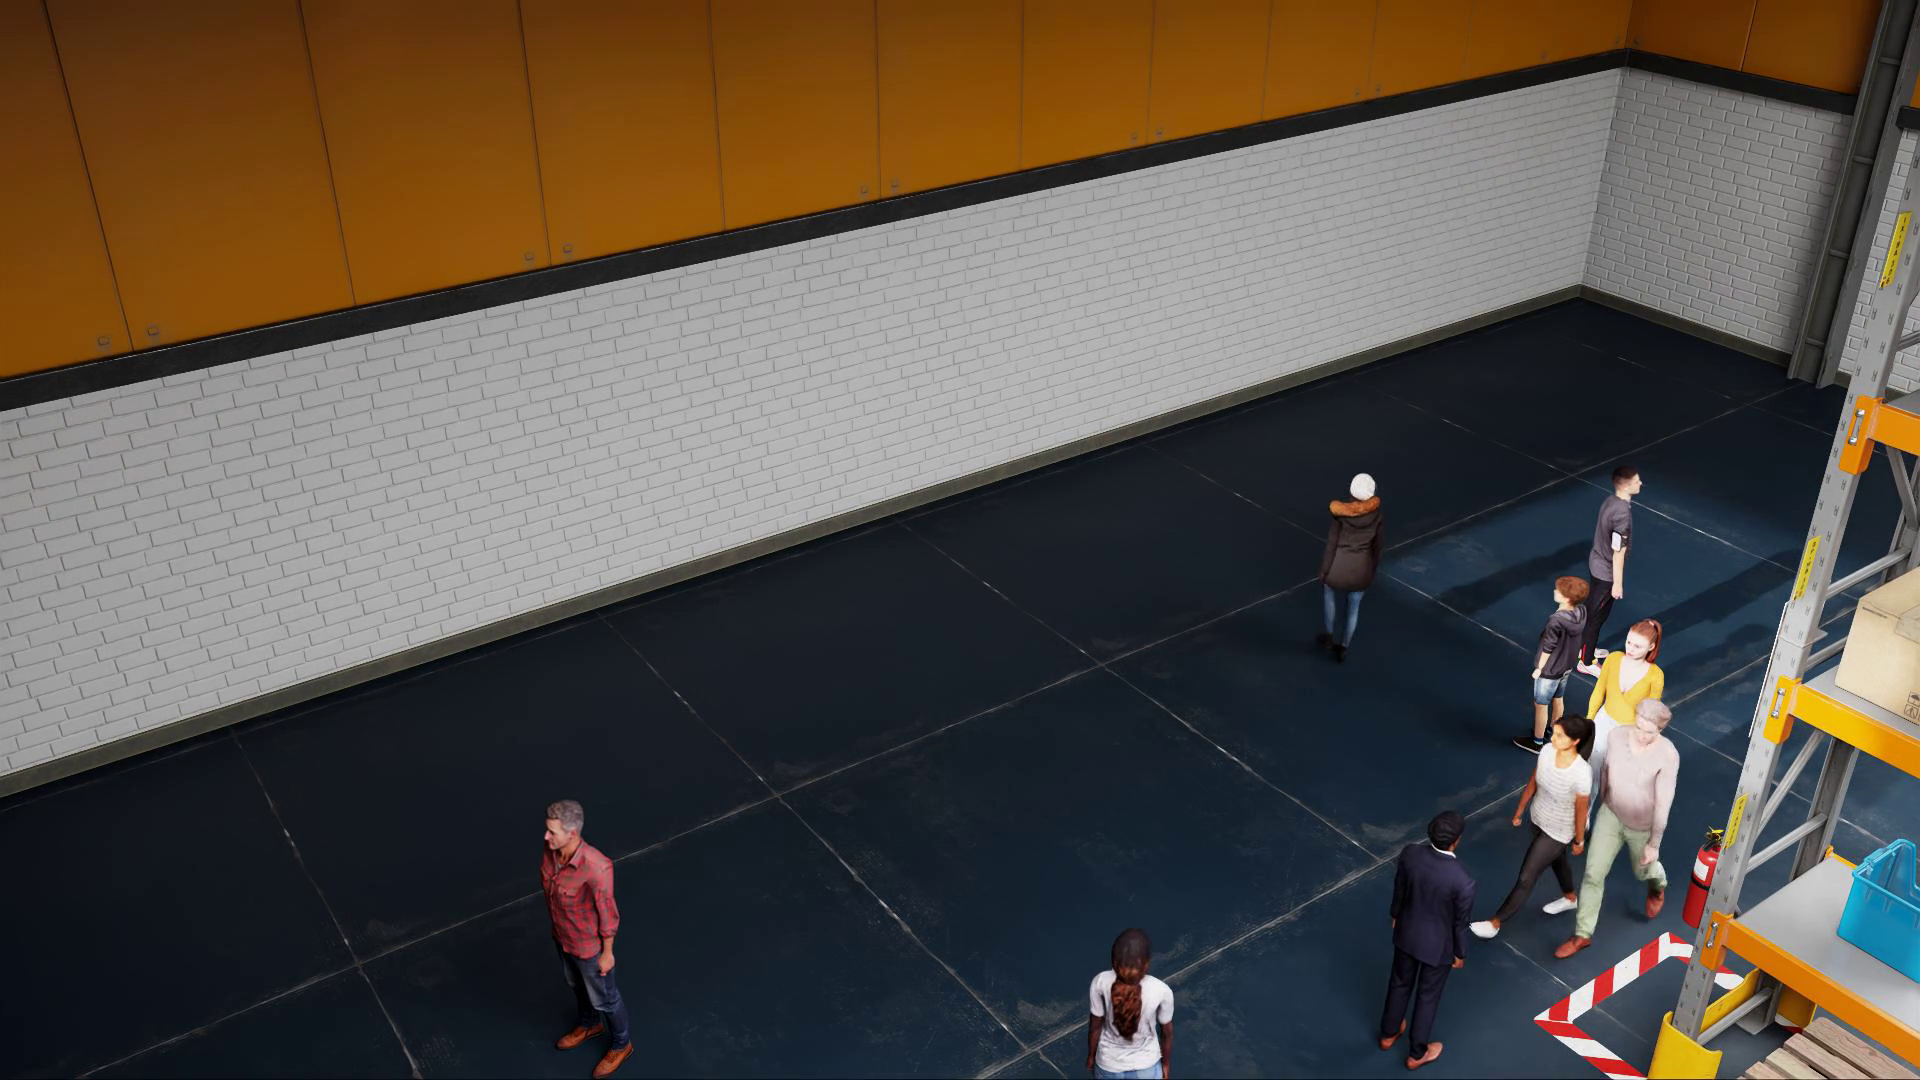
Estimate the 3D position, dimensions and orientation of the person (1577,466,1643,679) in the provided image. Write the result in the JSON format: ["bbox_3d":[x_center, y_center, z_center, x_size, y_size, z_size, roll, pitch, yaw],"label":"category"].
[{"bbox_3d":[5.069,0.224,13.023,0.762,1.765,0.714,6,29,11],"label":"person"}]

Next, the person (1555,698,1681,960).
[{"bbox_3d":[4.171,1.706,10.234,0.810,1.834,1.193,-23,36,-36],"label":"person"}]

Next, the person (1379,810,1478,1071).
[{"bbox_3d":[2.615,2.243,9.365,0.724,1.723,0.517,-25,37,-37],"label":"person"}]

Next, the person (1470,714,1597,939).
[{"bbox_3d":[3.754,1.774,10.367,0.904,1.588,1.120,-8,30,-14],"label":"person"}]

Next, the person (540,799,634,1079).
[{"bbox_3d":[-2.111,2.203,9.327,0.569,1.830,0.800,23,36,36],"label":"person"}]

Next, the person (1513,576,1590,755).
[{"bbox_3d":[4.337,0.896,12.125,0.523,1.445,0.500,-19,34,-30],"label":"person"}]

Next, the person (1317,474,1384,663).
[{"bbox_3d":[3.087,0.254,13.114,0.781,1.626,0.817,-1,29,-2],"label":"person"}]

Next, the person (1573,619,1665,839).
[{"bbox_3d":[4.391,1.294,11.078,0.556,1.750,0.705,22,36,35],"label":"person"}]

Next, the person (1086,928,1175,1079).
[{"bbox_3d":[0.862,2.692,8.546,0.655,1.720,0.710,4,29,7],"label":"person"}]
